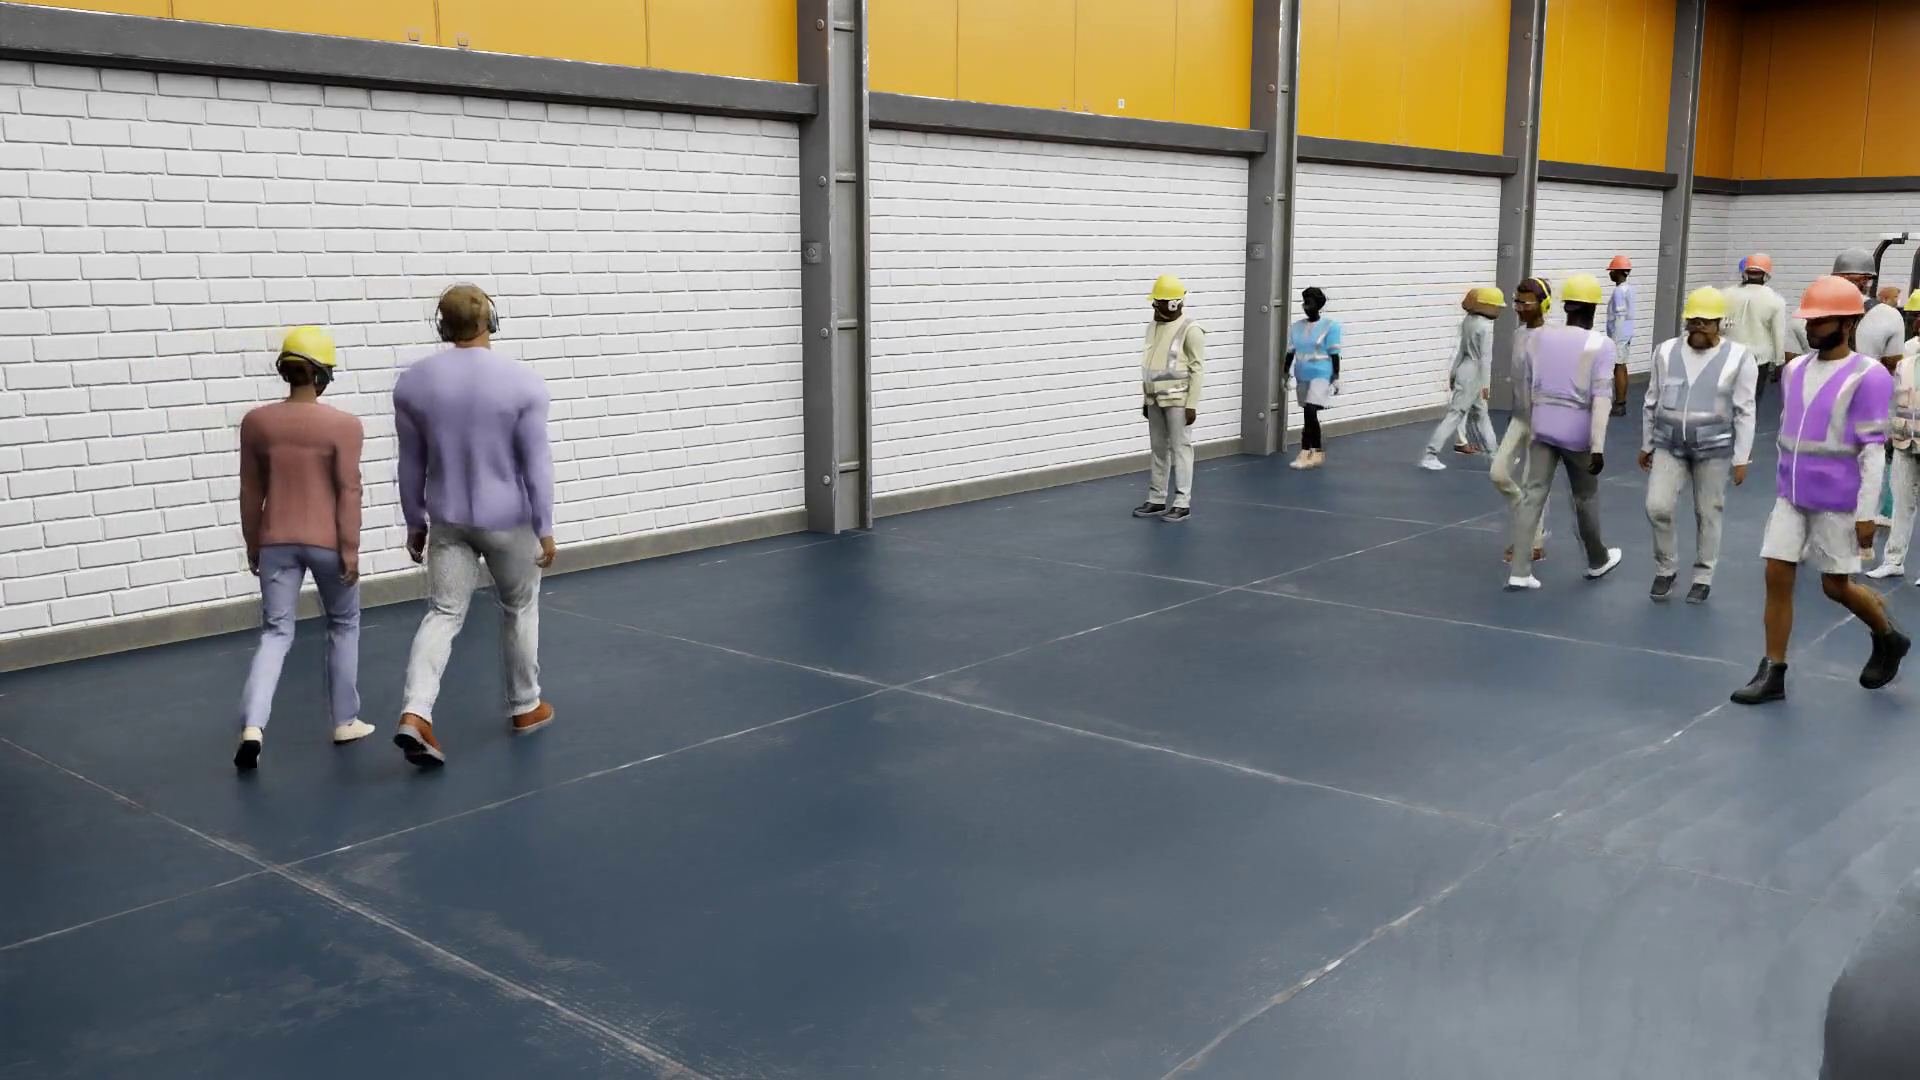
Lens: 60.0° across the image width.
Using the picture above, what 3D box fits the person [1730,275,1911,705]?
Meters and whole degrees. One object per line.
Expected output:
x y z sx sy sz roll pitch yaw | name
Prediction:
3.890 -0.213 7.395 0.831 1.915 0.548 -4 11 -20 | person

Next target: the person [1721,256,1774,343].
9.091 -2.319 19.321 0.615 1.926 0.451 6 12 31 | person

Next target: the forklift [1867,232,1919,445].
9.955 -1.972 16.595 2.313 2.155 1.214 1 10 8 | forklift

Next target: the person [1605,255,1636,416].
7.944 -2.461 20.106 0.369 1.939 0.542 7 12 33 | person

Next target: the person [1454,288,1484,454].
5.069 -1.674 16.493 0.266 1.631 0.507 4 11 19 | person

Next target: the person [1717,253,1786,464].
7.385 -1.688 15.579 0.648 1.980 0.433 9 13 41 | person

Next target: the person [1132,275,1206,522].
1.555 -1.051 12.397 0.404 1.828 0.592 -6 12 -32 | person

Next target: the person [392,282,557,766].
-1.938 -0.069 6.615 0.649 1.897 0.949 1 10 6 | person

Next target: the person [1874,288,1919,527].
6.925 -0.924 11.893 0.532 1.744 0.681 -5 11 -27 | person

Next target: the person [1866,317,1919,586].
5.818 -0.543 10.039 0.308 1.640 0.511 -5 11 -26 | person

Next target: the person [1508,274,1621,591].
3.647 -0.643 9.957 1.025 1.867 0.610 -9 13 -40 | person

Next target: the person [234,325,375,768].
-2.632 0.029 6.558 0.536 1.734 0.730 1 10 4 | person

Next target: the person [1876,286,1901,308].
10.433 -2.088 18.958 0.817 1.605 0.492 9 13 42 | person

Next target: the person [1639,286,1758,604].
4.165 -0.523 9.419 0.635 1.807 0.515 8 13 39 | person

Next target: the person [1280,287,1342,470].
3.150 -1.466 15.185 0.760 1.662 0.555 -8 13 -40 | person

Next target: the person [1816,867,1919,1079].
0.889 0.855 1.326 0.667 1.906 0.532 -7 12 -34 | person

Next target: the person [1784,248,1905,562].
5.741 -0.885 10.842 0.688 2.000 0.536 6 12 32 | person

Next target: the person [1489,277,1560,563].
3.640 -0.754 10.664 0.385 1.846 0.506 -4 11 -21 | person

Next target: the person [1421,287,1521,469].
4.666 -1.466 15.175 0.914 1.671 0.541 0 10 0 | person
